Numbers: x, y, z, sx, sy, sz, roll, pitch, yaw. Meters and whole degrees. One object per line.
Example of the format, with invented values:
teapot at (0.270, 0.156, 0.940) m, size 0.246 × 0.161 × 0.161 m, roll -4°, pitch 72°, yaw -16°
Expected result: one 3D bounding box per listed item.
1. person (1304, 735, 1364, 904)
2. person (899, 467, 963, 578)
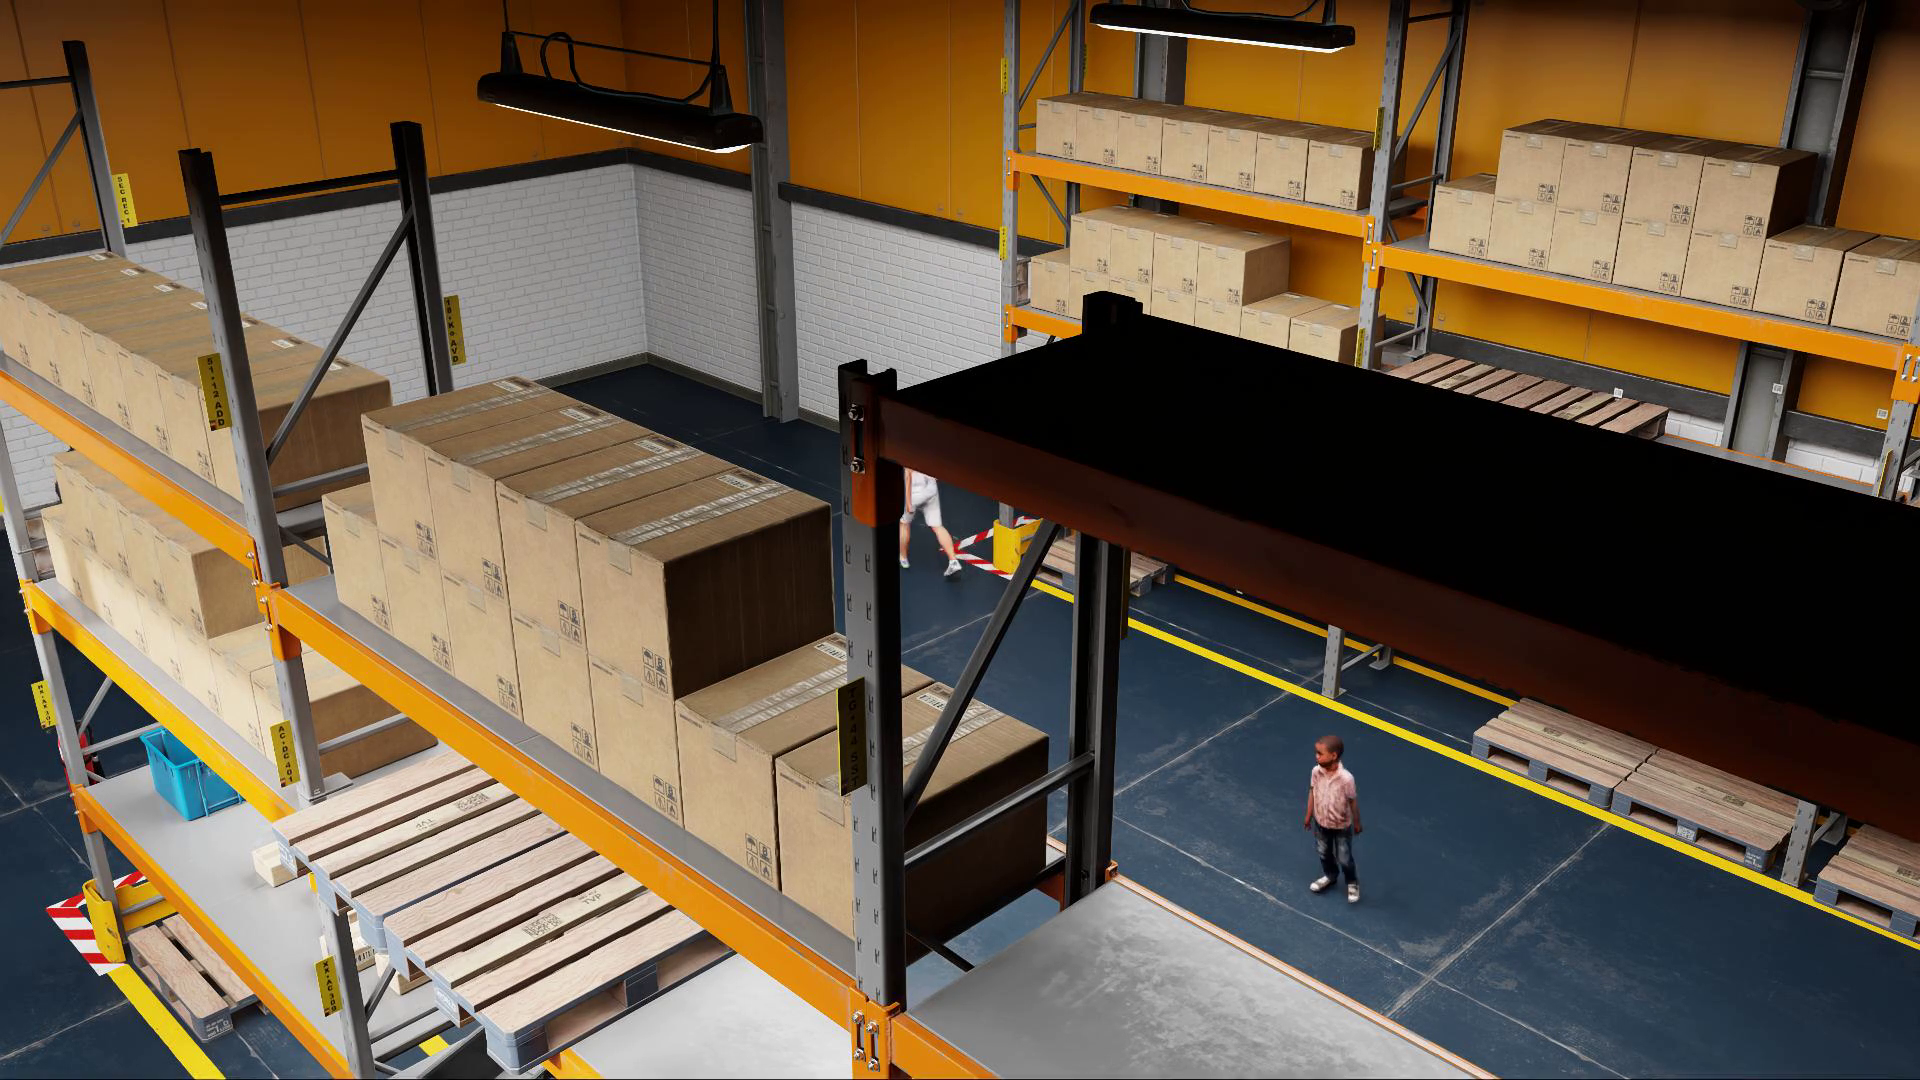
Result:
person at (2.721, 1.981, 11.917) m, size 0.469 × 1.284 × 0.671 m, roll 12°, pitch 26°, yaw 25°
person at (-0.328, -0.457, 16.823) m, size 0.680 × 1.822 × 1.193 m, roll -21°, pitch 31°, yaw -39°
